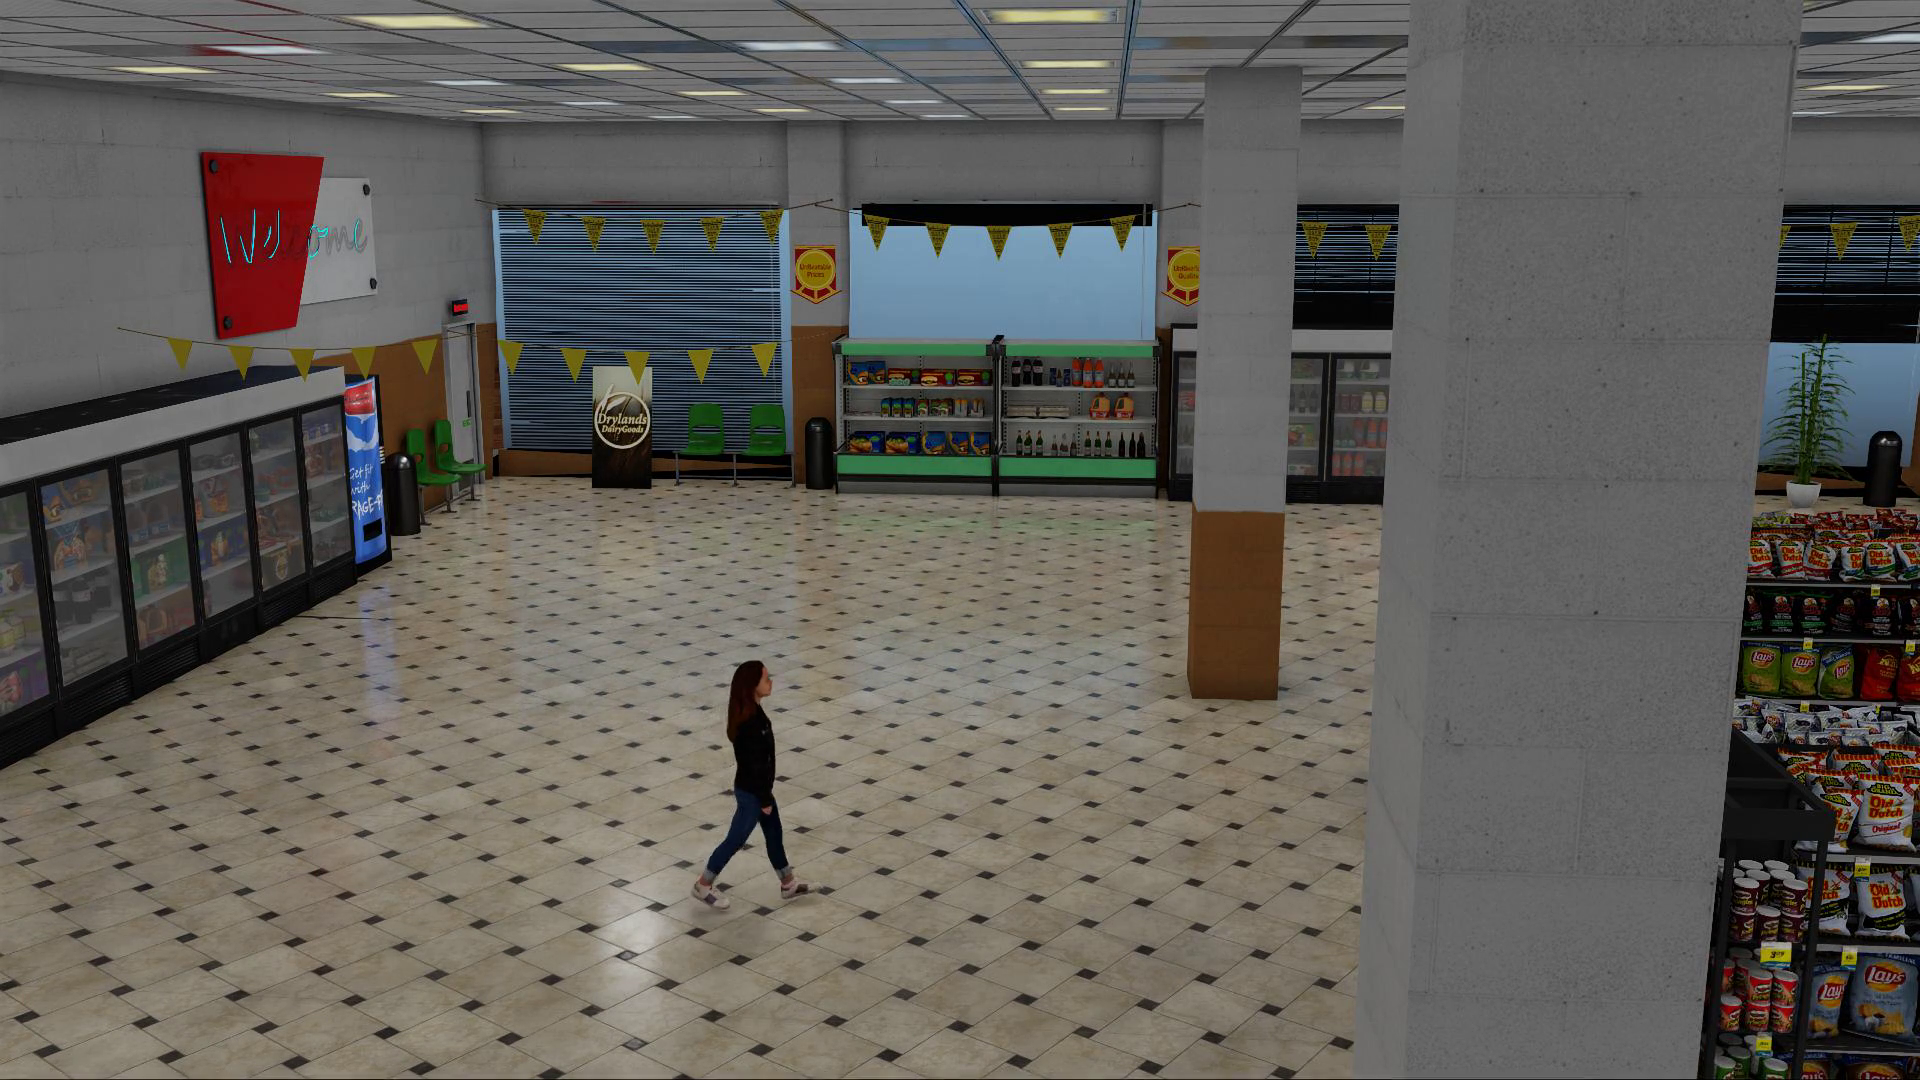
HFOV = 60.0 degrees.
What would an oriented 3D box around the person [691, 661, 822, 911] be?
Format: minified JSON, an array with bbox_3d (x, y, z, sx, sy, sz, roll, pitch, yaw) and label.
[{"bbox_3d":[-1.260,1.422,9.510,1.036,1.450,0.731,-2,12,-8],"label":"person"}]
